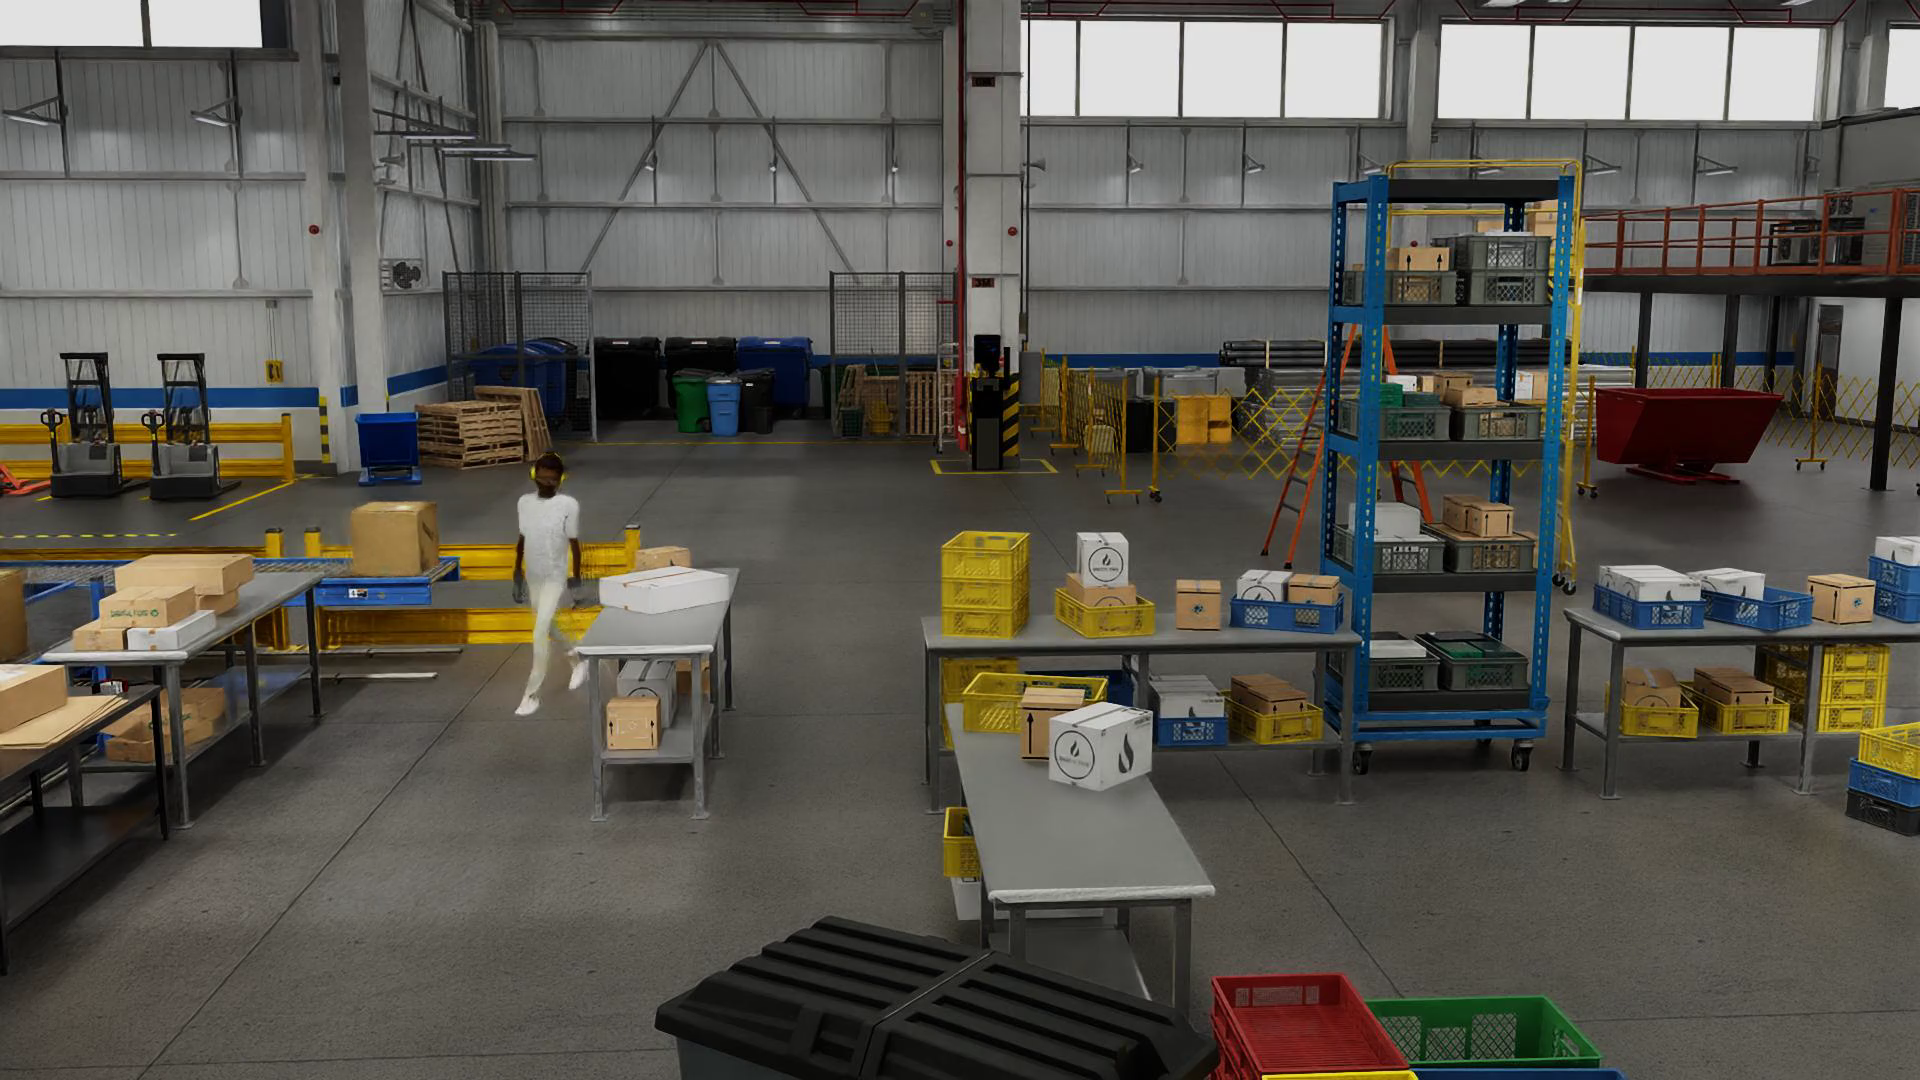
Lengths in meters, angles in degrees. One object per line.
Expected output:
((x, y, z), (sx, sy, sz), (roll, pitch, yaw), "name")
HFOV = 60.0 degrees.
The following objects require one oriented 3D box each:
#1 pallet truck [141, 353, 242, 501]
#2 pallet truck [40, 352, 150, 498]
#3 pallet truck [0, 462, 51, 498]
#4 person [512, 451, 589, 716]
((-10.520, -1.604, 22.925), (0.823, 1.965, 1.885), (-1, 9, -6), "pallet truck")
((-11.907, -1.642, 23.165), (0.823, 1.965, 1.885), (0, 9, 0), "pallet truck")
((-13.193, -1.293, 23.148), (0.653, 1.274, 1.630), (-1, 9, -4), "pallet truck")
((-2.859, 0.268, 11.719), (0.541, 1.830, 0.858), (4, 10, 22), "person")
